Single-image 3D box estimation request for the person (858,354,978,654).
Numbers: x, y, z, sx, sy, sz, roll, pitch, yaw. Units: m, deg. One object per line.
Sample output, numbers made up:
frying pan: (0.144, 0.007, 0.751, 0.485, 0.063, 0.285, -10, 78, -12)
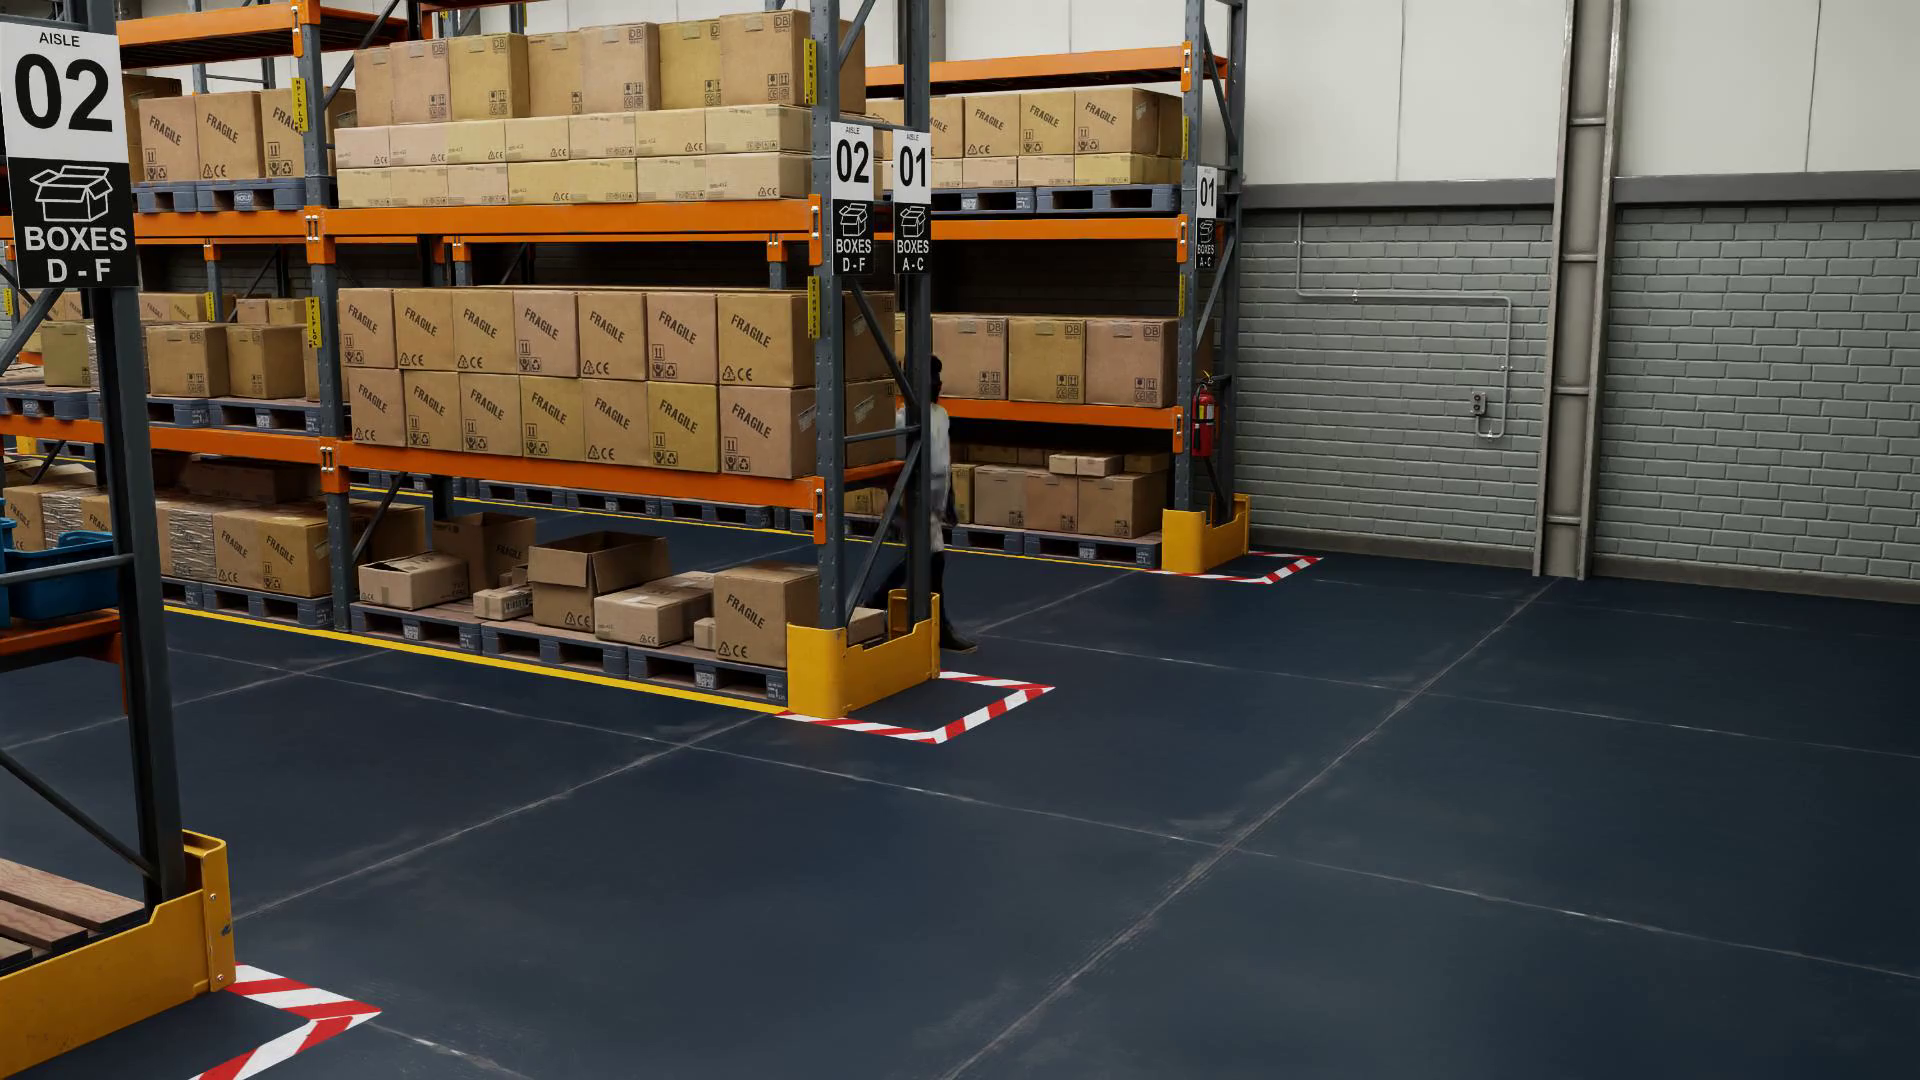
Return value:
person: (-0.299, -0.259, 10.792, 0.935, 1.936, 0.611, 5, 11, 29)
